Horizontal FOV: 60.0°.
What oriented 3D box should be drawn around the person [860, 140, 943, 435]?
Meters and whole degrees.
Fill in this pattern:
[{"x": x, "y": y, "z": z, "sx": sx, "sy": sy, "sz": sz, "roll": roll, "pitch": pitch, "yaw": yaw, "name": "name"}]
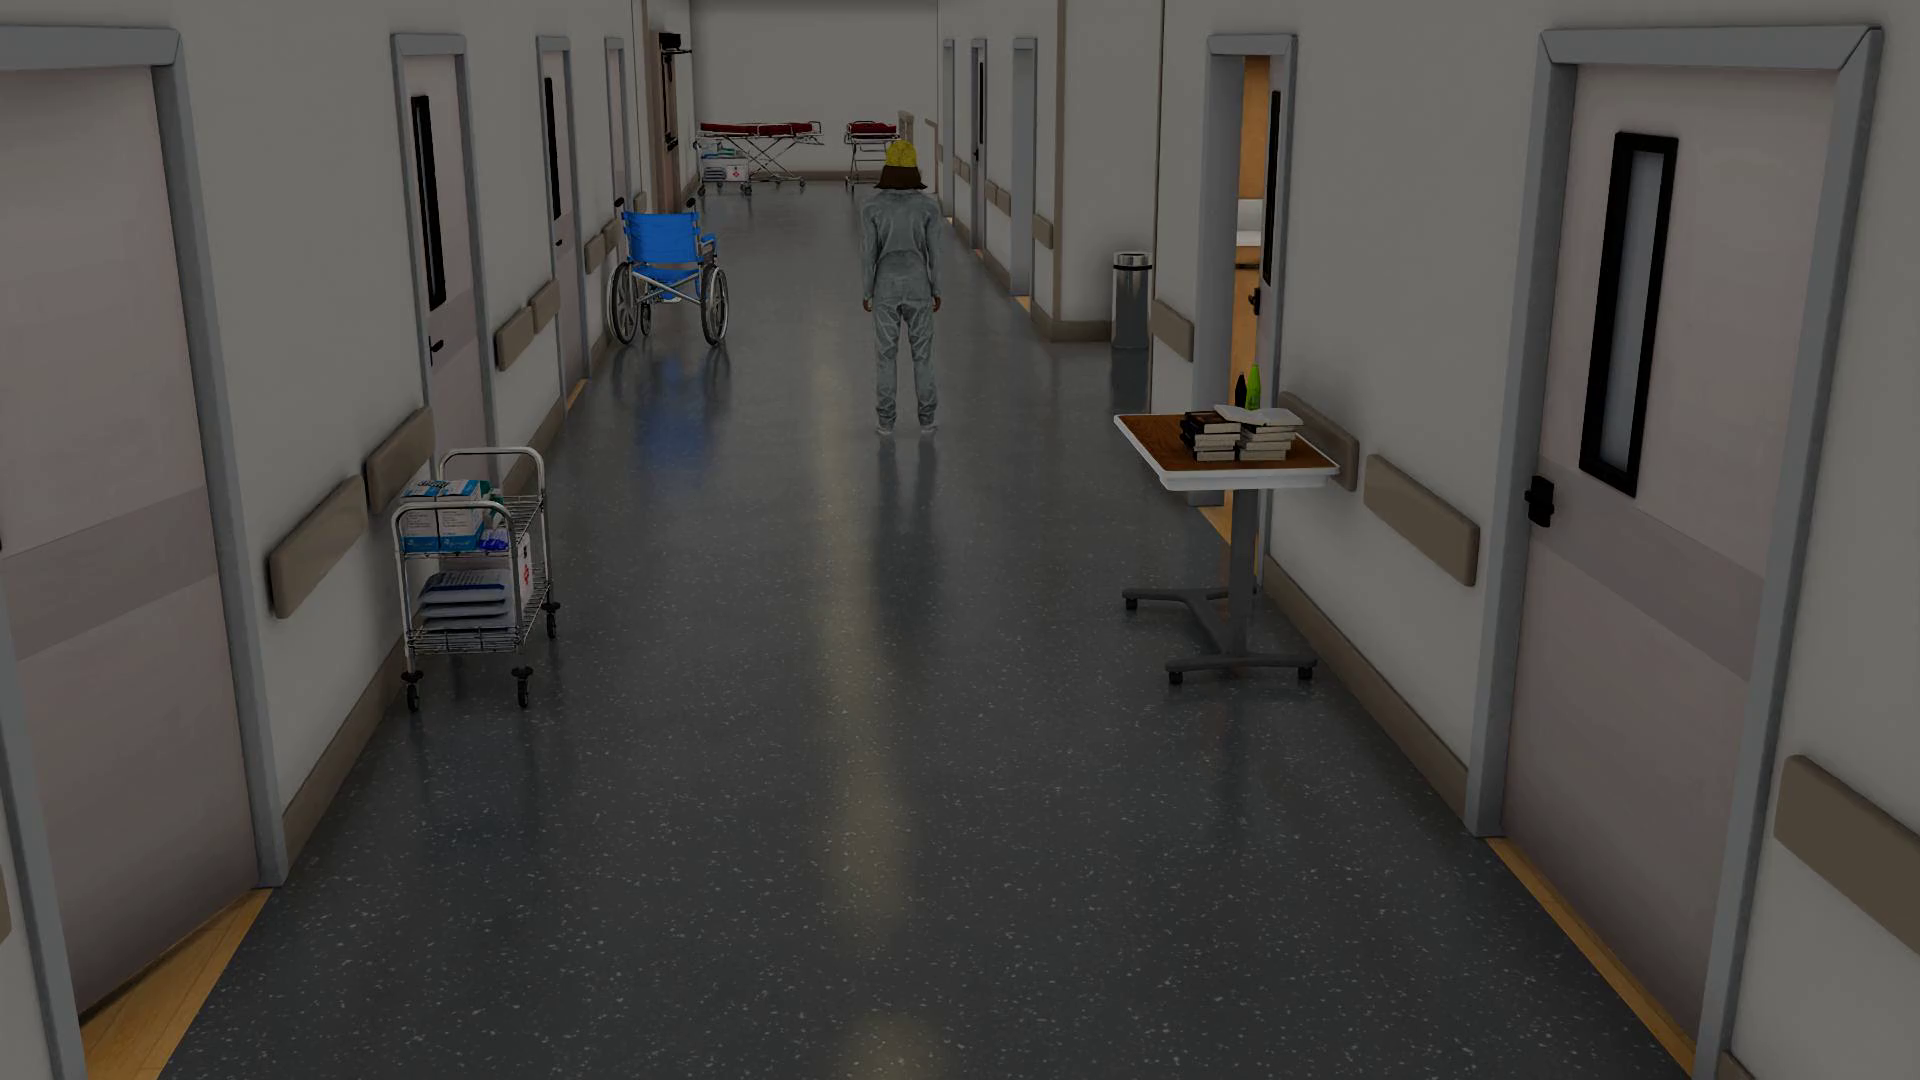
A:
[{"x": -0.350, "y": -1.501, "z": 9.976, "sx": 0.492, "sy": 1.742, "sz": 0.320, "roll": -2, "pitch": 17, "yaw": -5, "name": "person"}]
